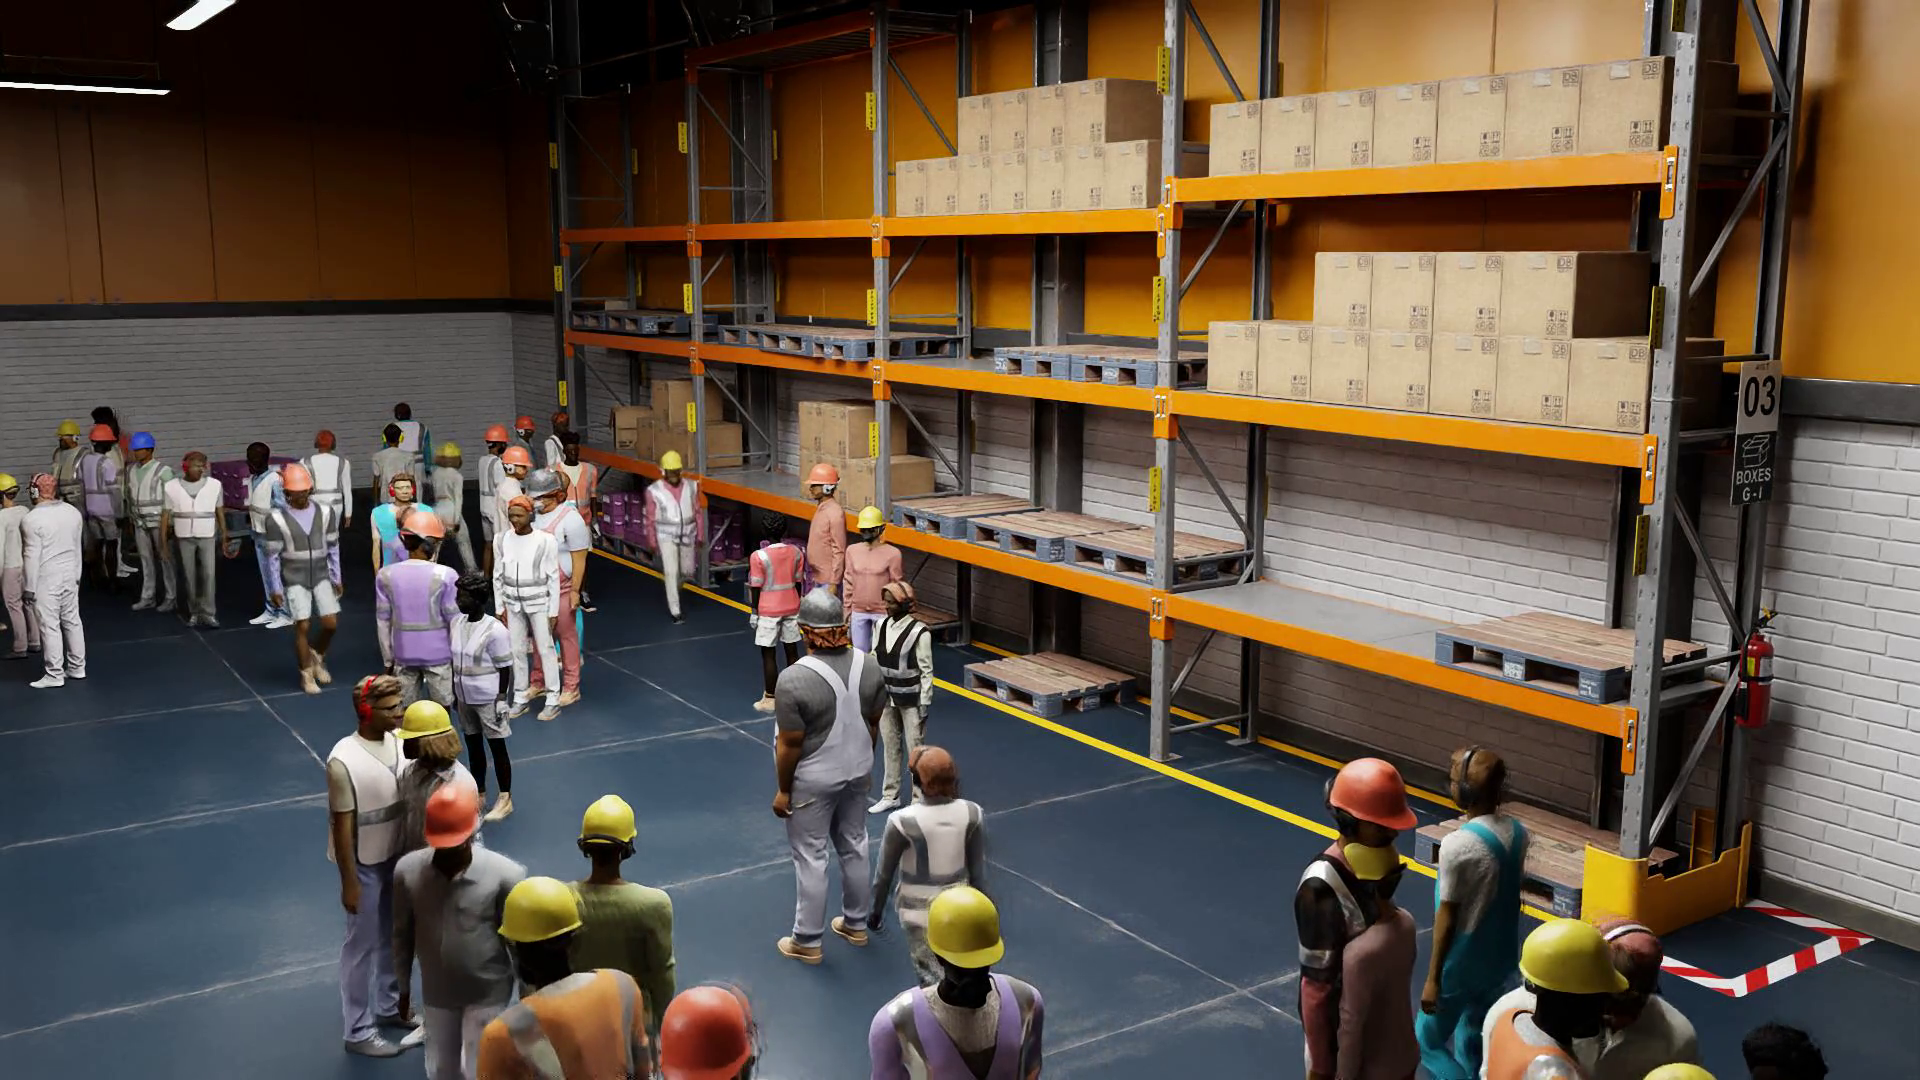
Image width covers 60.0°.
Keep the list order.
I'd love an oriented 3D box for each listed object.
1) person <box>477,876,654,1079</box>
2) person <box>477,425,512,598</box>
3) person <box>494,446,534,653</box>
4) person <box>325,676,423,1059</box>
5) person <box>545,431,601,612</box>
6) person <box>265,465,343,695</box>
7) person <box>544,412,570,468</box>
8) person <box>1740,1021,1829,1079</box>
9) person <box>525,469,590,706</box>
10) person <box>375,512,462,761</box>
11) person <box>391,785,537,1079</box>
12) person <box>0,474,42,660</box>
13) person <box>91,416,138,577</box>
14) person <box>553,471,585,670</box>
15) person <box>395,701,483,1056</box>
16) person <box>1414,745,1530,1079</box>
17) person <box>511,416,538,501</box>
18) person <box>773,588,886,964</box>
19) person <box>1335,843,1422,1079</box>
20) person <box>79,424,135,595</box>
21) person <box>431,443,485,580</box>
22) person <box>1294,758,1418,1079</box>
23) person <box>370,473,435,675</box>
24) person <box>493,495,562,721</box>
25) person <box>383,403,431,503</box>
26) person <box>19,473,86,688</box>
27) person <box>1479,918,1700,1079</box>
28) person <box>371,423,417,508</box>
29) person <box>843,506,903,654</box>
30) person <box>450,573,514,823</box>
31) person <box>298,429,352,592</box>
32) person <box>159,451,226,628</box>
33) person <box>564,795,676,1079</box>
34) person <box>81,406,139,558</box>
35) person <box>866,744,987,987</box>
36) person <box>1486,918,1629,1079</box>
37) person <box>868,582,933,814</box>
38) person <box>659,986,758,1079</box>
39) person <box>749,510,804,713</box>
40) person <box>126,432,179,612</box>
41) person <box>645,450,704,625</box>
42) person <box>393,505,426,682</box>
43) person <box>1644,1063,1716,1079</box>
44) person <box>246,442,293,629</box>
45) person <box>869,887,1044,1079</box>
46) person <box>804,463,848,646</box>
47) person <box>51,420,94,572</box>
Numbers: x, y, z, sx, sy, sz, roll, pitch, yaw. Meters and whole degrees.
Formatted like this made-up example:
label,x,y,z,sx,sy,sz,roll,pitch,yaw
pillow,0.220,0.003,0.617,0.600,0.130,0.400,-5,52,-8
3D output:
label,x,y,z,sx,sy,sz,roll,pitch,yaw
person,-1.278,1.984,5.276,0.977,1.868,0.591,6,11,30
person,-5.167,-0.319,18.626,0.385,1.928,0.546,-8,13,-40
person,-4.281,0.090,16.042,0.392,1.988,0.609,-4,11,-24
person,-2.817,1.541,7.988,0.394,1.836,0.583,3,10,15
person,-4.136,-0.191,17.755,0.603,1.966,0.372,-6,11,-31
person,-5.663,0.347,14.430,0.621,2.022,0.427,-8,13,-39
person,-4.976,-0.650,20.686,0.354,1.886,0.573,0,10,1
person,2.244,2.179,4.685,0.550,1.668,0.735,8,12,39
person,-3.511,0.390,14.127,0.674,2.000,0.536,5,11,29
person,-3.753,0.813,11.669,0.611,2.031,0.405,1,10,6
person,-2.010,1.790,6.838,0.604,1.725,0.584,1,10,6
person,-8.980,0.251,15.754,0.313,1.768,0.528,0,10,2
person,-10.123,-0.522,19.839,0.393,1.920,0.591,-2,10,-9
person,-3.686,0.273,15.387,0.344,1.847,0.504,-8,13,-40
person,-2.473,1.604,7.874,0.492,1.742,0.319,6,11,32
person,2.093,1.738,6.823,0.560,1.833,0.531,-8,12,-38
person,-5.621,-0.737,21.584,0.326,1.751,0.559,0,10,0
person,-0.767,1.257,9.042,0.683,2.000,0.537,-9,13,-43
person,1.488,1.905,6.066,0.355,1.755,0.524,7,12,36
person,-9.639,-0.345,18.760,0.550,1.934,0.381,5,11,29
person,-5.851,-0.273,19.069,0.491,1.683,0.948,4,10,21
person,1.444,1.770,6.083,0.407,2.029,0.612,7,12,34
person,-5.079,0.298,15.228,0.567,1.850,0.389,-5,11,-28
person,-3.551,0.555,13.660,0.576,1.877,0.353,2,10,13
person,-7.557,-0.964,22.712,0.665,1.826,0.524,-7,12,-34
person,-8.060,0.354,14.731,0.408,1.906,0.651,2,10,11
person,1.895,2.000,5.187,0.695,1.869,0.751,2,10,10
person,-6.640,-0.439,19.546,0.504,1.861,0.329,-3,10,-19
person,-0.727,0.596,13.729,0.522,1.769,0.311,3,10,17
person,-3.238,1.058,11.212,0.539,1.695,0.318,6,12,33
person,-7.231,-0.340,19.003,0.568,1.851,0.908,-6,11,-30
person,-7.834,0.009,16.984,0.629,1.830,0.574,-5,11,-27
person,-1.350,1.846,6.422,0.518,1.760,0.330,0,10,-1
person,-10.696,-0.716,20.961,0.638,1.915,0.895,5,11,29
person,-0.126,1.723,7.638,0.510,1.583,0.899,-7,12,-34
person,1.707,2.025,4.862,0.368,1.928,0.585,0,10,0
person,-0.398,1.085,11.225,0.523,1.638,0.311,8,13,40
person,-0.633,2.059,4.592,0.633,1.961,0.847,0,10,-2
person,-1.532,0.598,13.940,0.537,1.694,0.320,-9,13,-43
person,-8.671,-0.196,17.837,0.605,1.948,0.404,3,10,18
person,-3.002,-0.057,17.427,0.595,1.812,0.693,-5,11,-29
person,-4.876,0.482,14.840,0.367,1.622,0.585,-2,10,-11
person,1.864,2.202,4.416,0.659,1.716,0.484,2,10,9
person,-7.105,-0.057,17.111,0.597,1.916,0.371,8,13,41
person,0.010,1.982,5.116,0.588,1.927,0.369,-5,11,-27
person,-1.179,0.314,14.706,0.378,1.995,0.609,-4,10,-20
person,-10.745,-0.532,20.141,0.590,1.837,0.404,3,10,15
